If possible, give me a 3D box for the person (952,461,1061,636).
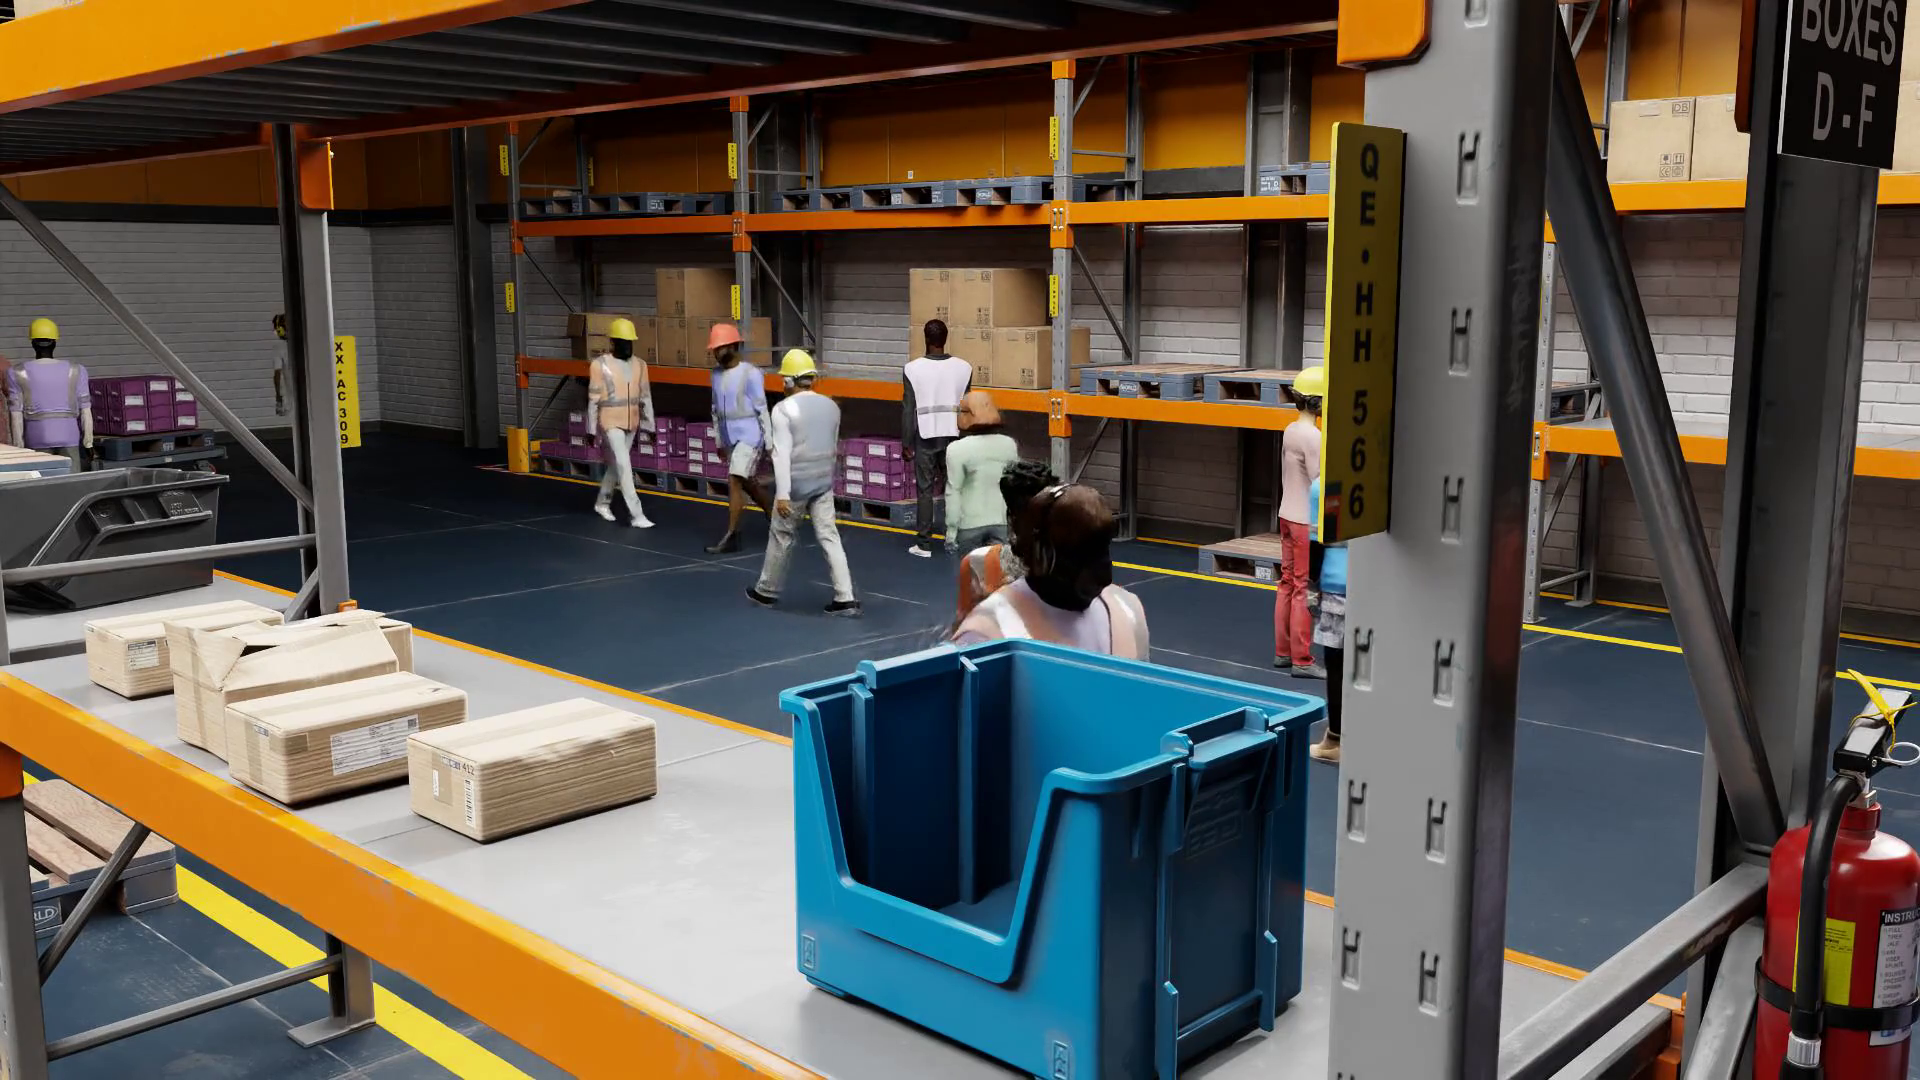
[{"bbox_3d":[0.227,0.576,5.537,0.532,1.696,0.318,2,10,13],"label":"person"}]

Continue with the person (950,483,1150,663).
[{"bbox_3d":[0.236,0.737,4.241,0.637,1.806,0.931,-9,13,-43],"label":"person"}]

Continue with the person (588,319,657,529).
[{"bbox_3d":[-3.079,-1.062,15.054,0.993,1.880,0.600,8,12,41],"label":"person"}]

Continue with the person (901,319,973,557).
[{"bbox_3d":[-0.181,-0.814,13.402,0.589,1.913,0.377,-3,10,-19],"label":"person"}]

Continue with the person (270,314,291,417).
[{"bbox_3d":[-7.298,-1.567,18.299,0.709,1.818,0.515,6,11,33],"label":"person"}]

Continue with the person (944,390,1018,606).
[{"bbox_3d":[0.165,-0.075,9.786,0.506,1.612,0.646,-6,11,-33],"label":"person"}]

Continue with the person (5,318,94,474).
[{"bbox_3d":[-7.189,-0.784,13.166,0.595,1.925,0.370,-7,12,-37],"label":"person"}]

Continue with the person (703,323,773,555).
[{"bbox_3d":[-1.749,-0.852,13.745,0.597,1.888,0.939,8,12,41],"label":"person"}]

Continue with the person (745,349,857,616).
[{"bbox_3d":[-1.055,-0.382,11.155,0.949,1.780,0.618,9,13,43],"label":"person"}]

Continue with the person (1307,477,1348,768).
[{"bbox_3d":[1.837,0.218,7.751,0.538,1.698,0.319,-4,10,-23],"label":"person"}]

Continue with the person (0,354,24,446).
[{"bbox_3d":[-8.515,-0.973,14.474,0.752,1.881,0.585,-6,11,-33],"label":"person"}]

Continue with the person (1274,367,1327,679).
[{"bbox_3d":[1.978,-0.098,9.456,0.308,1.769,0.524,-2,9,-9],"label":"person"}]
